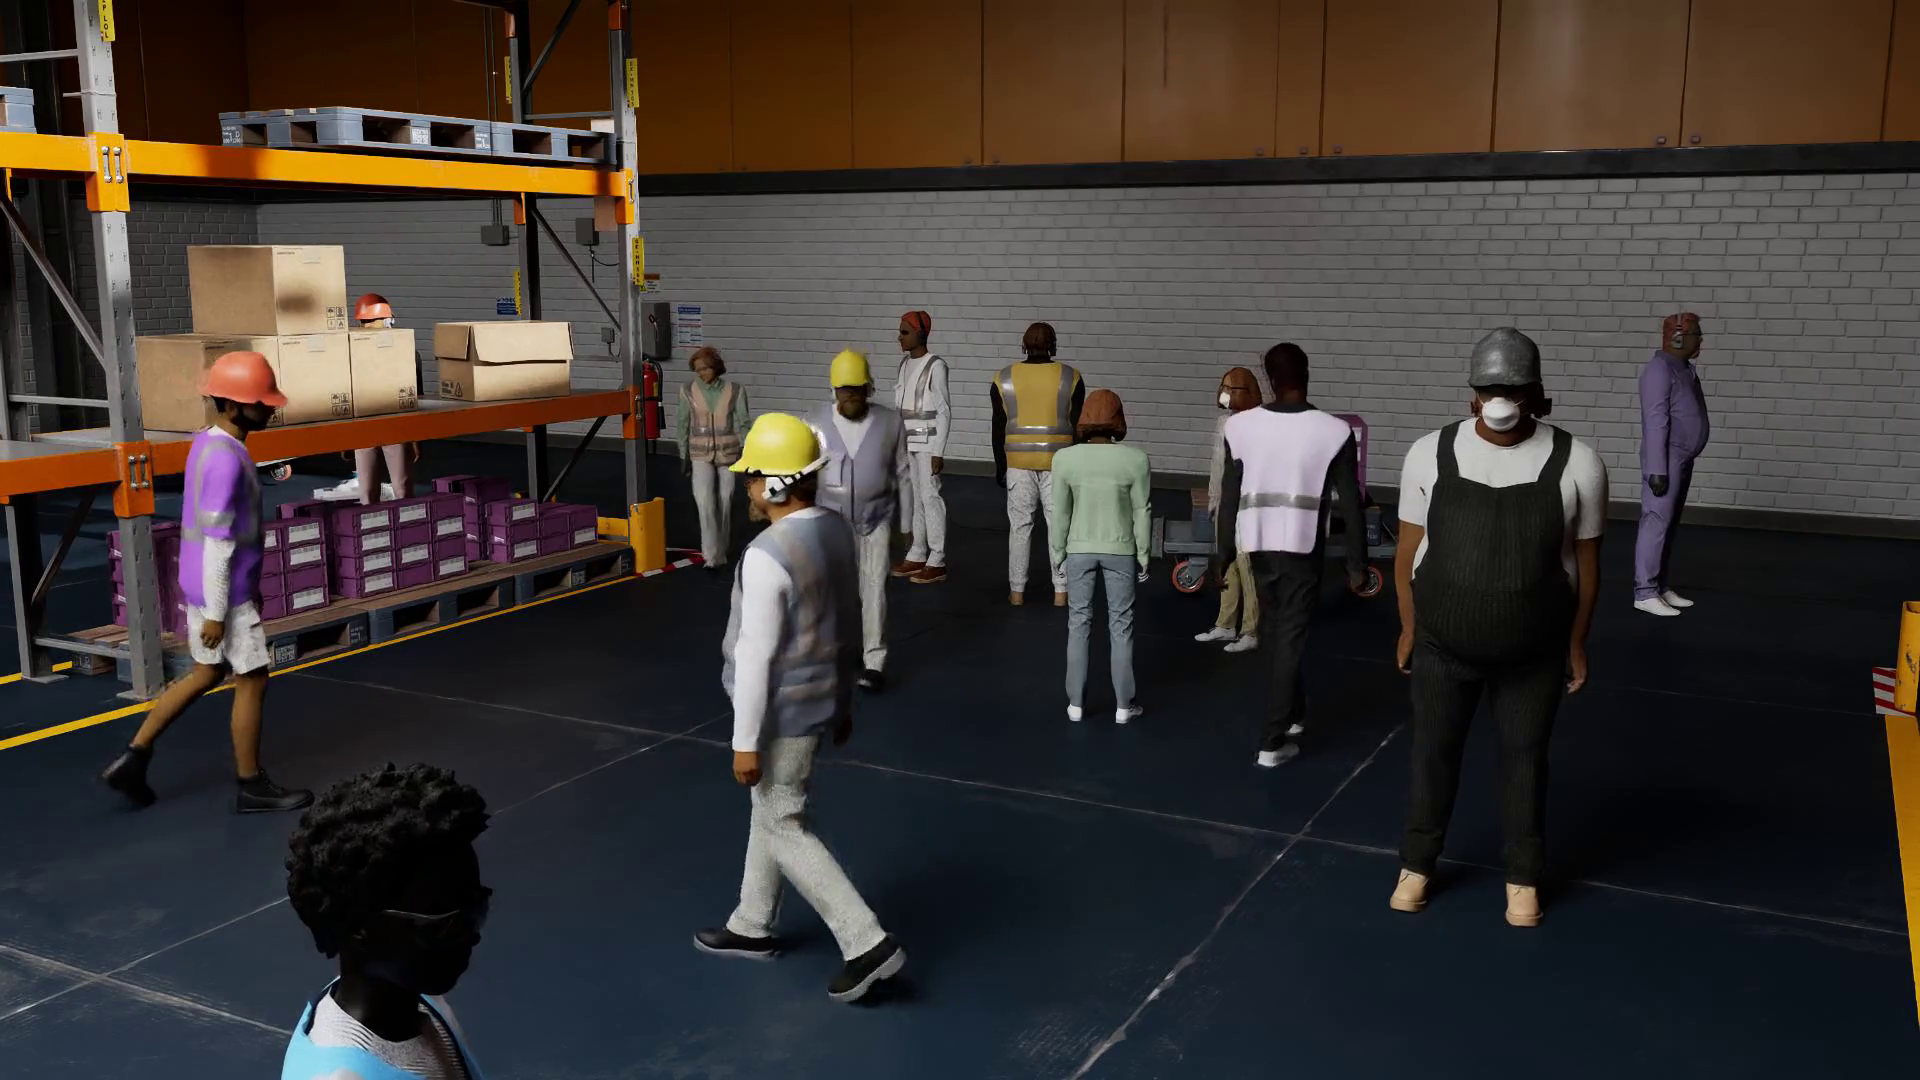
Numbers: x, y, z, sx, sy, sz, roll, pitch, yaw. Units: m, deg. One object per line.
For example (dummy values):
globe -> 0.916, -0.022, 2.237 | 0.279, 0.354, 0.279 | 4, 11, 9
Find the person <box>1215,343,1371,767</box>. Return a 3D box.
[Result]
person -> 1.550, 0.043, 7.619 | 0.665, 1.860, 0.944 | 5, 11, 28

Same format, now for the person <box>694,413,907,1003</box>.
person -> -0.507, 0.505, 5.134 | 0.801, 1.807, 0.608 | 4, 10, 21

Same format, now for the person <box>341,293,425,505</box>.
person -> -4.117, -0.747, 11.834 | 0.622, 1.994, 0.381 | 0, 10, 2

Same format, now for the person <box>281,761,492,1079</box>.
person -> -0.684, 1.094, 2.030 | 0.322, 1.699, 0.535 | -2, 10, -14

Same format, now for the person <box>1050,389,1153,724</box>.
person -> 0.686, 0.082, 8.078 | 0.498, 1.633, 0.285 | 2, 10, 14

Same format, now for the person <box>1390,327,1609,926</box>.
person -> 1.805, 0.300, 5.641 | 0.681, 2.000, 0.536 | 4, 11, 21

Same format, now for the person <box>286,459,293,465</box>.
person -> -7.424, -1.705, 17.617 | 0.706, 1.908, 0.633 | 9, 13, 41

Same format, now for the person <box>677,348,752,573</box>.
person -> -1.738, -0.559, 11.864 | 0.545, 1.586, 0.841 | -2, 10, -10

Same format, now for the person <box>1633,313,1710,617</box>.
person -> 4.520, -0.482, 10.557 | 0.409, 1.906, 0.651 | 7, 12, 35

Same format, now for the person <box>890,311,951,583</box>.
person -> -0.276, -0.644, 11.556 | 0.337, 1.882, 0.583 | -6, 11, -31

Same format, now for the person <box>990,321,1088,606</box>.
person -> 0.514, -0.485, 10.764 | 0.627, 1.844, 0.429 | 1, 10, 7

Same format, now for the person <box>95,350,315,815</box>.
person -> -3.041, 0.200, 6.632 | 0.759, 1.906, 0.557 | -6, 11, -31

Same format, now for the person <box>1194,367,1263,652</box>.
person -> 1.583, -0.180, 9.585 | 0.282, 1.636, 0.500 | -4, 11, -23

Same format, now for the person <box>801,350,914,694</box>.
person -> -0.550, -0.109, 8.790 | 0.622, 1.785, 0.937 | 0, 10, -1

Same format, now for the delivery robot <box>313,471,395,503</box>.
delivery robot -> -4.746, -0.313, 13.211 | 0.707, 0.478, 0.477 | -6, 11, -30
